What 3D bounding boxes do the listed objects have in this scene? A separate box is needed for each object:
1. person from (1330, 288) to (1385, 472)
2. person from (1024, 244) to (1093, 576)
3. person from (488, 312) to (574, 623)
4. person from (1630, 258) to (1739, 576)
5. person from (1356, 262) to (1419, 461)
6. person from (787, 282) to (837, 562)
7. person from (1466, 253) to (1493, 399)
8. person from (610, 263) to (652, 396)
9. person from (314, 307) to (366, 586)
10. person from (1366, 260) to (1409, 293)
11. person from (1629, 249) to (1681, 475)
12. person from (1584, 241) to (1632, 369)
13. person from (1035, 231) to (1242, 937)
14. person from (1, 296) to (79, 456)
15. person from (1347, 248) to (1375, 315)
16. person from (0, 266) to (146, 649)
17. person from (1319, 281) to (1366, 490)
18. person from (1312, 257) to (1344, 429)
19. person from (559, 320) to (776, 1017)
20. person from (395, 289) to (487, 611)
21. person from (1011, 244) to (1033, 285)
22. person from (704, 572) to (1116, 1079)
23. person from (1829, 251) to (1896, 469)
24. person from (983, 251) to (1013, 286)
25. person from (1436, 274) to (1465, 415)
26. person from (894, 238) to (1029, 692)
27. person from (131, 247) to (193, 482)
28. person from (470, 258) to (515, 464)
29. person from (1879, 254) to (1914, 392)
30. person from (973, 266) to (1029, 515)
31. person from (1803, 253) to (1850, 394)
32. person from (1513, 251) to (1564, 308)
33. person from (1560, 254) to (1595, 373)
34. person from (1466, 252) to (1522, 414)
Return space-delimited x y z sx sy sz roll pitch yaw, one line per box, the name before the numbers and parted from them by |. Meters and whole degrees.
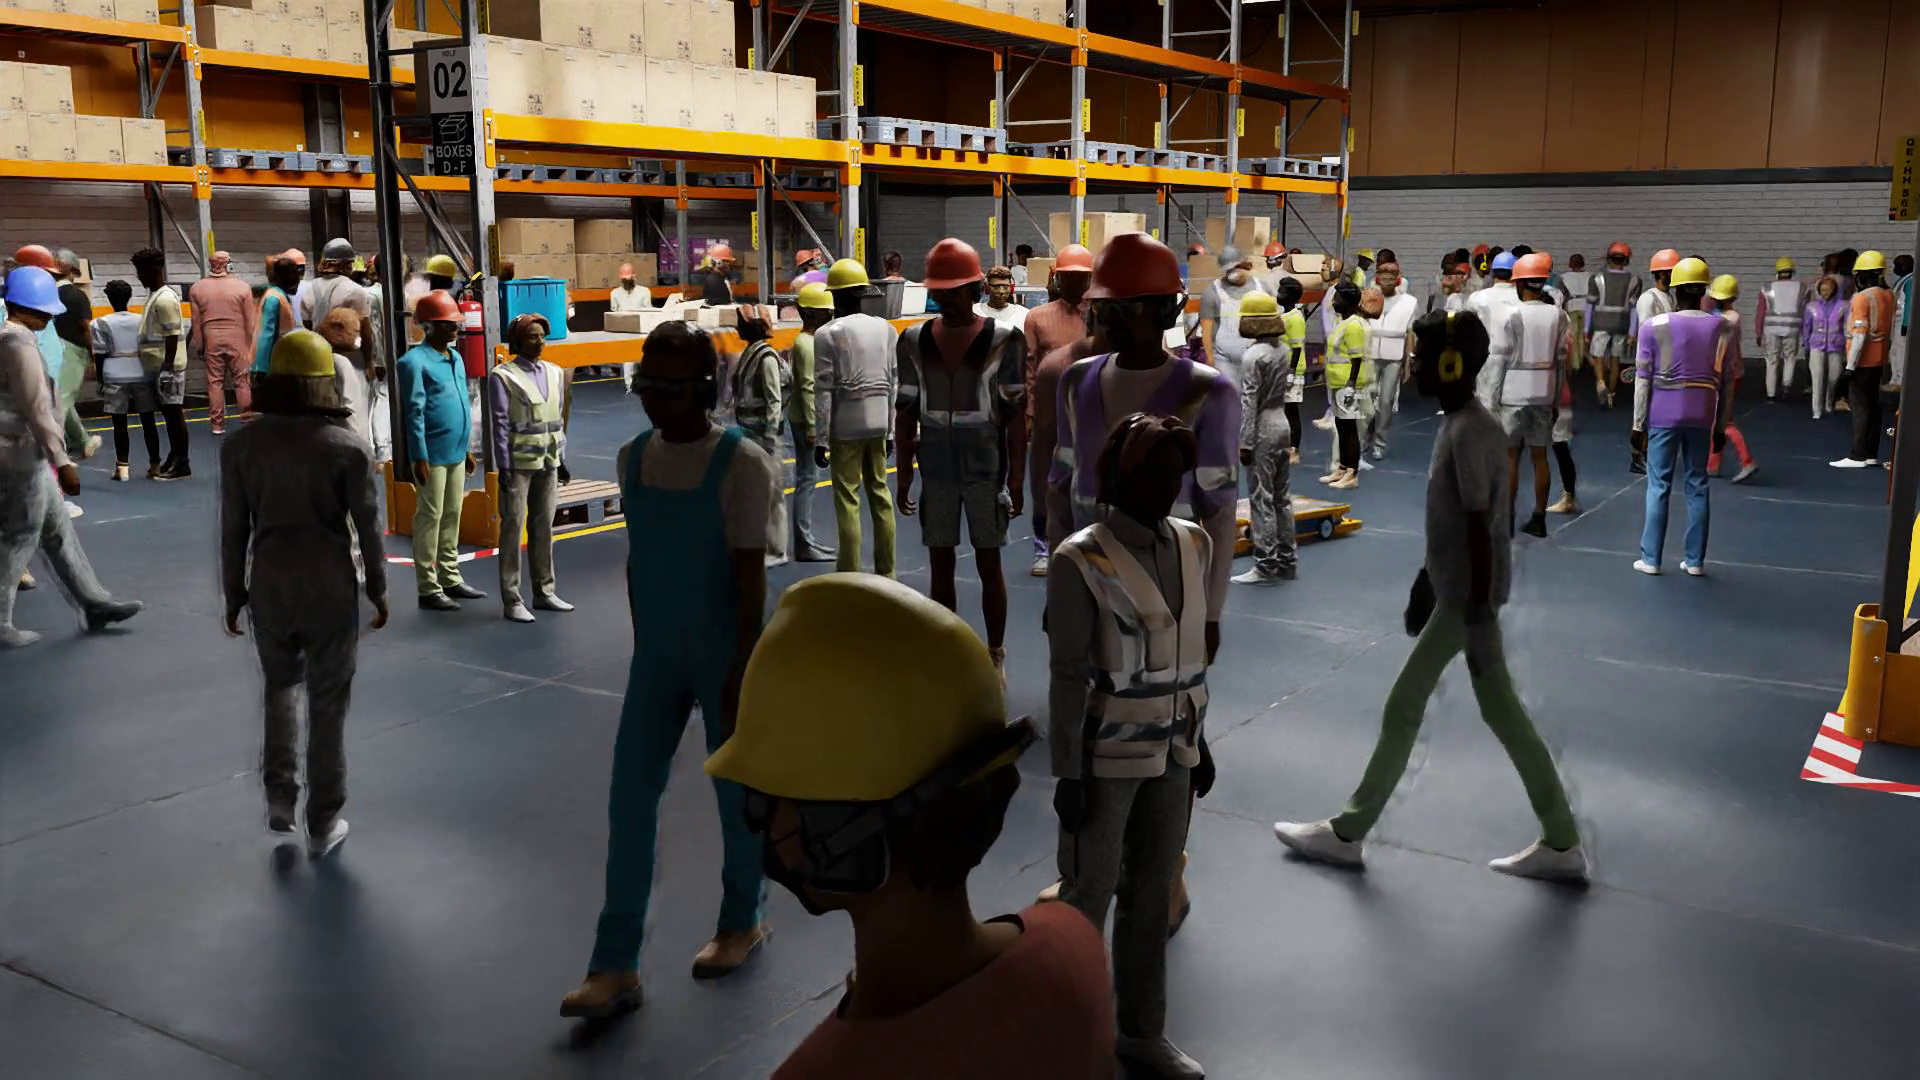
person | 3.470 -1.369 14.396 0.519 1.602 0.523 1 10 6
person | 0.667 -0.772 10.028 0.611 1.997 0.375 0 10 0
person | -2.300 -0.394 8.921 0.314 1.641 0.515 6 12 30
person | 4.352 -0.733 10.050 0.581 1.919 0.396 0 10 1
person | 3.898 -1.642 15.323 0.597 1.817 0.449 3 11 17
person | -0.920 -0.738 10.510 0.337 1.762 0.523 -1 10 -3
person | 6.617 -2.725 21.245 0.333 1.860 0.509 2 10 9
person | -4.291 -2.774 21.880 0.587 1.721 0.653 0 10 1
person | -3.613 -0.544 9.776 0.294 1.632 0.502 -6 12 -30
person | 5.785 -2.962 22.622 0.580 1.831 0.430 5 11 27
person | 6.056 -1.536 14.417 0.345 1.942 0.551 10 14 43
person | 10.140 -3.651 25.863 0.665 2.000 0.698 4 11 21
person | 0.498 0.141 4.840 0.605 2.045 0.382 7 12 35
person | -8.508 -1.587 15.347 0.413 1.704 0.646 -1 10 -7
person | 6.312 -3.668 26.339 0.435 1.896 0.620 1 10 5
person | -4.586 -0.404 8.290 0.819 1.887 0.674 -7 12 -34
person | 3.131 -1.258 13.555 0.316 1.695 0.542 0 10 -1
person | 3.997 -2.107 17.850 0.342 1.845 0.506 1 10 5
person | -0.750 0.348 4.328 0.504 1.809 0.852 4 11 23
person | -2.854 -0.501 9.196 0.327 1.753 0.560 2 10 12
person | 0.915 -3.449 24.951 0.367 1.963 0.609 -9 13 -39
person | -0.049 0.895 1.459 0.337 1.760 0.522 7 13 35
person | 8.024 -1.594 14.774 0.595 1.925 0.375 -8 13 -36
person | 0.520 -2.765 21.391 0.394 1.892 0.640 5 11 24
person | 5.666 -2.248 19.223 0.370 1.624 0.551 2 10 9
person | -0.003 -0.301 7.336 0.613 2.033 0.411 3 11 18
person | -6.723 -1.475 14.033 0.369 1.958 0.602 -7 12 -32
person | -4.164 -1.620 15.087 0.736 1.855 0.729 -9 14 -41
person | 12.611 -2.900 22.298 0.429 1.831 0.635 3 11 14
person | 0.272 -1.098 12.293 0.560 1.836 0.394 -1 10 -3
person | 11.388 -2.824 21.836 0.525 1.848 0.360 -3 11 -17
person | 5.881 -2.001 17.082 0.544 1.913 0.849 4 11 22
person | 9.464 -3.492 25.620 0.585 1.814 0.681 0 10 -2
person | 4.758 -1.593 14.816 0.598 1.900 0.862 0 10 1
